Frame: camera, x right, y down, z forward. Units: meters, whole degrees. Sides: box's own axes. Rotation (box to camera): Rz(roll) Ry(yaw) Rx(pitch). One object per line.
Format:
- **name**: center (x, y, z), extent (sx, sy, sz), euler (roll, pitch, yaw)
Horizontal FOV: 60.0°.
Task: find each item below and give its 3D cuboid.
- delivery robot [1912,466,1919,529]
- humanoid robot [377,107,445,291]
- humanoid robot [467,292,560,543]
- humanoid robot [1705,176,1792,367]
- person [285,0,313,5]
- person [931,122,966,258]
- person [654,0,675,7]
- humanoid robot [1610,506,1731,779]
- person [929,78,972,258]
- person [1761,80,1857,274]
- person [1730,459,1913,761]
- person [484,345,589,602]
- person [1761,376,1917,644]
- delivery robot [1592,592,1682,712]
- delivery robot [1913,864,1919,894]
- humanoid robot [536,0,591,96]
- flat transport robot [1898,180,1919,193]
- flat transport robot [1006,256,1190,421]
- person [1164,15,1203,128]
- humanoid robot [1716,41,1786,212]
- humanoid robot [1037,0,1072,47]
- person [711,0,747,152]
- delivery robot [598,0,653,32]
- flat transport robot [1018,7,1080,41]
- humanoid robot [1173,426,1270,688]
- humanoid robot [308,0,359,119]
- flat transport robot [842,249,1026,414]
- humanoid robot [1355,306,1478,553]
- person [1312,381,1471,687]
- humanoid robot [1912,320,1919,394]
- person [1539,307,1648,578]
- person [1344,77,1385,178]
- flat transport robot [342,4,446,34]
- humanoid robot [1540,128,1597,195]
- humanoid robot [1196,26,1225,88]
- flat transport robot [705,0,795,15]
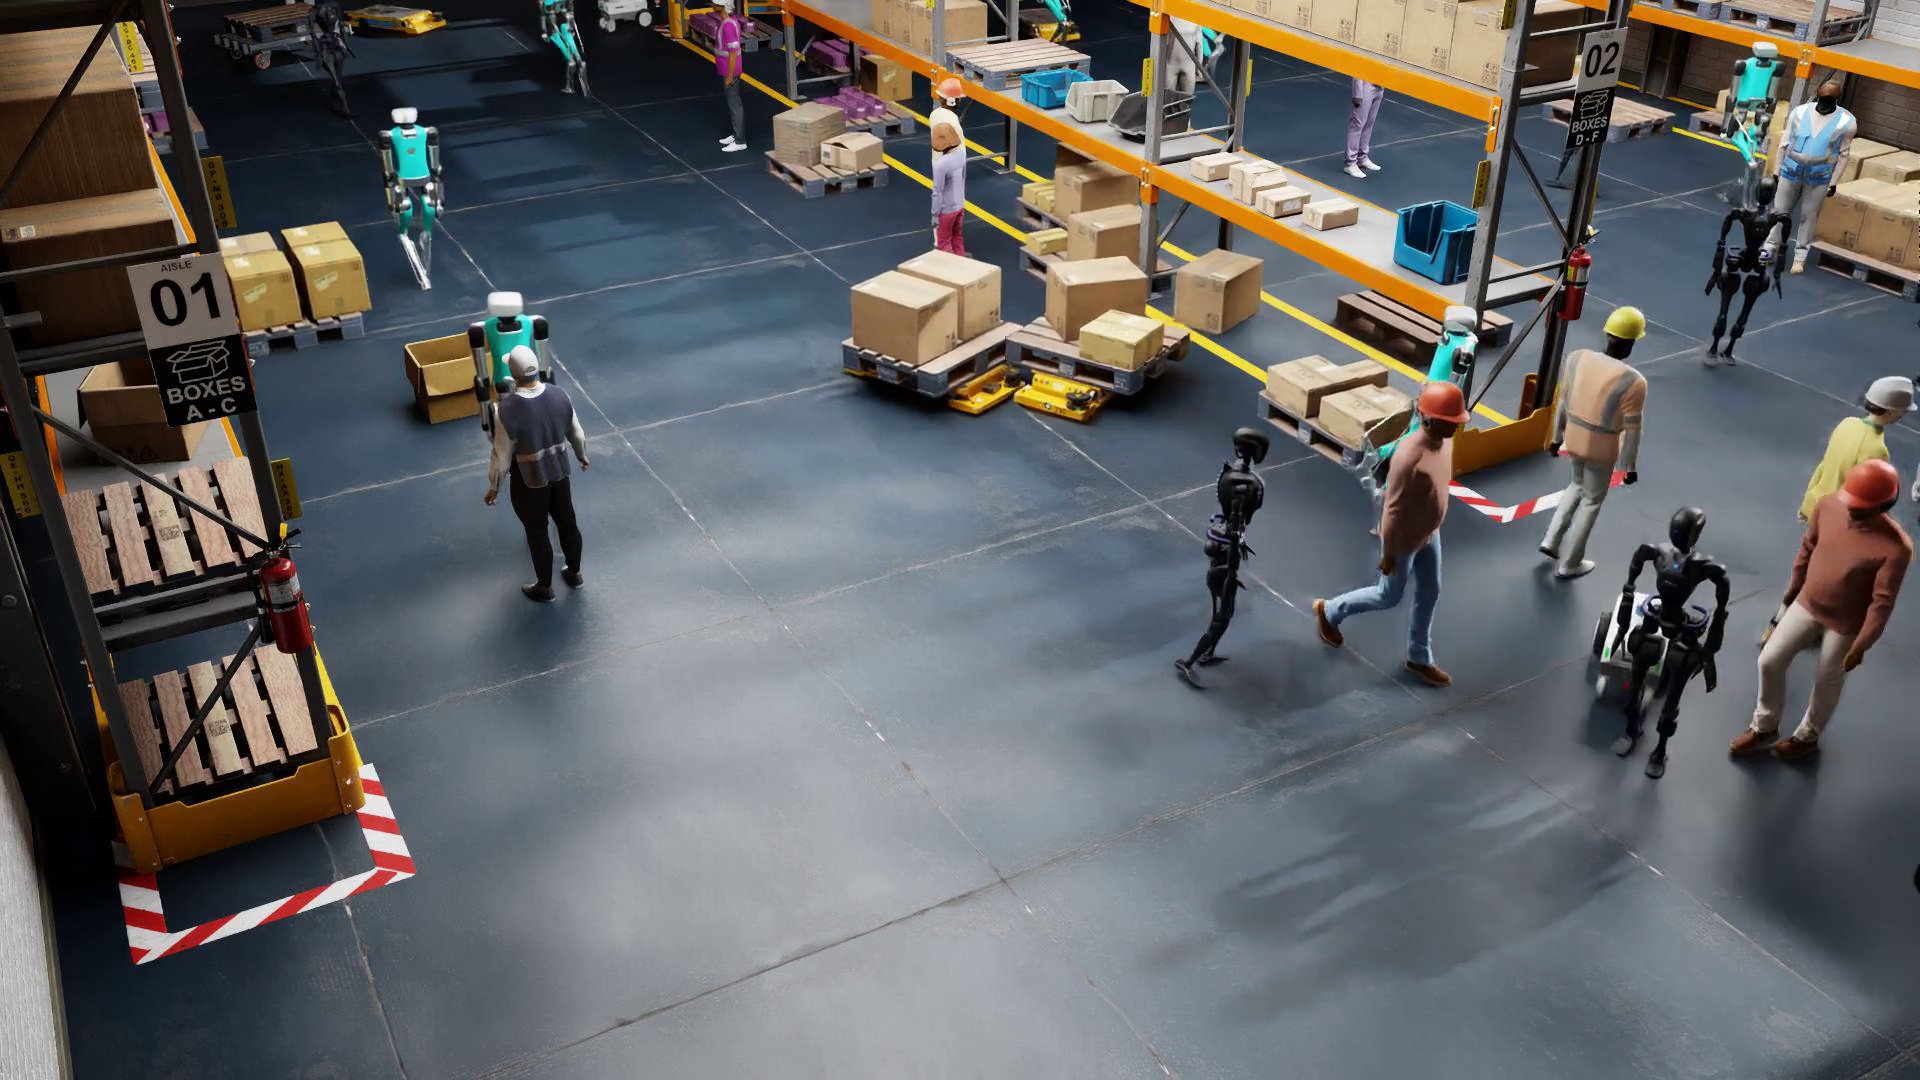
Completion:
- **delivery robot**: center (7.045, -0.346, 11.744), extent (0.499, 0.614, 0.817), euler (6, 30, 10)
- **humanoid robot**: center (-5.096, -3.161, 15.551), extent (0.543, 1.888, 0.785), euler (-13, 32, -21)
- **humanoid robot**: center (-2.937, -0.692, 11.257), extent (0.541, 1.904, 0.724), euler (-12, 32, -19)
- **humanoid robot**: center (6.563, -2.221, 13.867), extent (0.590, 1.649, 0.473), euler (7, 31, 11)
- **person**: center (-10.003, -8.646, 24.894), extent (0.430, 1.838, 0.642), euler (18, 34, 28)
- **person**: center (-0.110, -3.034, 15.326), extent (0.293, 1.627, 0.500), euler (17, 34, 27)
- **person**: center (-4.688, -9.258, 26.035), extent (0.564, 1.751, 0.329), euler (-1, 30, -2)
- **humanoid robot**: center (3.876, 0.538, 9.065), extent (0.589, 1.648, 0.368), euler (22, 37, 33)
- **person**: center (-0.096, -3.622, 16.223), extent (0.325, 1.751, 0.560), euler (-12, 32, -20)
- **person**: center (8.067, -3.462, 15.861), extent (0.619, 1.841, 0.430), euler (20, 35, 31)
- **person**: center (4.666, 0.416, 8.996), extent (0.653, 1.954, 0.658), euler (-14, 33, -23)
- **person**: center (-2.683, -0.422, 10.648), extent (0.426, 1.758, 0.749), euler (25, 38, 37)
- **person**: center (5.391, -0.140, 10.064), extent (0.715, 1.859, 0.470), euler (3, 30, 5)
- **delivery robot**: center (4.090, 0.619, 10.044), extent (0.499, 0.594, 0.779), euler (14, 33, 23)
- **delivery robot**: center (5.254, 1.627, 8.281), extent (0.499, 0.586, 0.783), euler (-26, 39, -38)
- **humanoid robot**: center (-5.029, -6.491, 21.349), extent (0.743, 1.905, 0.549), euler (24, 38, 35)
- **flat transport robot**: center (10.119, -3.089, 16.786), extent (0.659, 0.231, 1.431), euler (-16, 33, -25)
- **flat transport robot**: center (1.107, -1.391, 13.832), extent (0.659, 0.231, 1.431), euler (19, 35, 29)
- **person**: center (2.553, -5.527, 19.416), extent (0.556, 1.887, 0.394), euler (-4, 30, -6)
- **humanoid robot**: center (8.304, -4.225, 17.355), extent (0.538, 1.786, 1.034), euler (-1, 30, -2)
- **humanoid robot**: center (1.405, -7.677, 23.348), extent (0.716, 1.829, 0.571), euler (19, 35, 30)
- **person**: center (-2.687, -5.458, 19.325), extent (0.319, 1.846, 0.523), euler (-5, 30, -9)
- **delivery robot**: center (-5.032, -7.961, 25.001), extent (0.808, 0.614, 0.499), euler (-18, 35, -29)
- **flat transport robot**: center (1.223, -7.679, 24.777), extent (0.659, 0.231, 1.431), euler (-9, 31, -16)
- **humanoid robot**: center (1.548, 0.079, 9.871), extent (0.443, 1.651, 0.584), euler (6, 30, 10)
- **humanoid robot**: center (-7.720, -6.061, 20.574), extent (0.713, 1.634, 0.609), euler (13, 32, 22)
- **flat transport robot**: center (-0.215, -1.412, 13.868), extent (1.431, 0.231, 0.659), euler (22, 36, 33)
- **humanoid robot**: center (2.994, -0.691, 11.254), extent (0.767, 1.874, 0.530), euler (2, 30, 4)
- **person**: center (2.606, -0.080, 9.850), extent (0.844, 1.964, 0.627), euler (25, 38, 36)
- **humanoid robot**: center (7.995, -1.826, 13.202), extent (0.608, 1.620, 0.759), euler (3, 30, 5)
- **person**: center (4.158, -0.619, 10.841), extent (0.437, 1.909, 0.602), euler (-17, 34, -26)
- **person**: center (4.564, -5.020, 18.506), extent (0.411, 1.908, 0.640), euler (22, 37, 33)
- **flat transport robot**: center (-8.542, -7.849, 25.072), extent (1.431, 0.231, 0.659), euler (13, 32, 21)
- **humanoid robot**: center (6.681, -4.538, 17.917), extent (0.688, 1.637, 0.600), euler (13, 32, 21)
- **humanoid robot**: center (3.264, -6.771, 21.839), extent (0.719, 1.903, 0.545), euler (7, 31, 12)
- **flat transport robot**: center (-3.242, -8.314, 25.882), extent (1.431, 0.231, 0.659), euler (-3, 30, -6)
